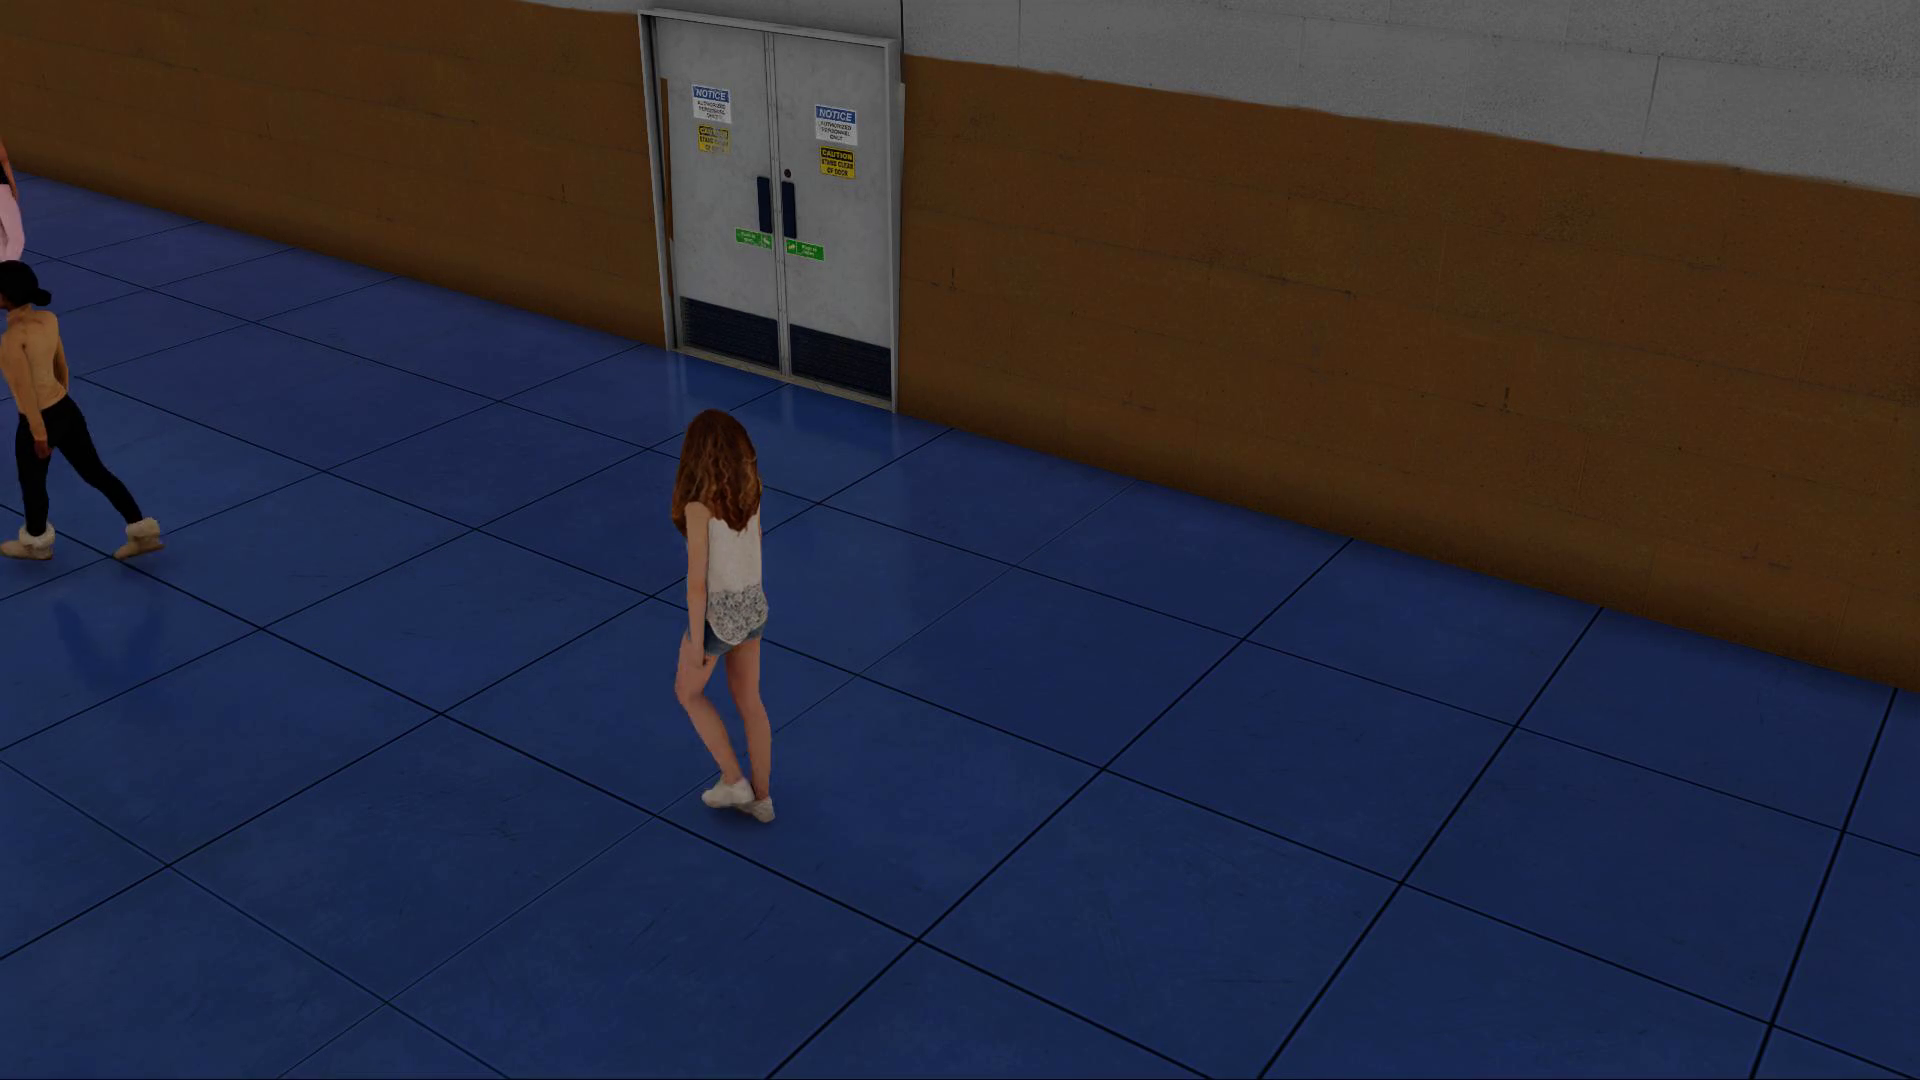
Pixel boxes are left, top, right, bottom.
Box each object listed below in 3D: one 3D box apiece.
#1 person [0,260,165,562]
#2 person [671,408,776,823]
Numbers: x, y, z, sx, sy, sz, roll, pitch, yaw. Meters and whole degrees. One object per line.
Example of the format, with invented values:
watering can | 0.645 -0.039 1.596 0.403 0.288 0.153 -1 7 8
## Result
person | -4.501 -0.594 8.385 1.006 1.622 1.138 3 27 6
person | -0.818 0.358 6.369 0.663 1.748 0.537 19 33 33
